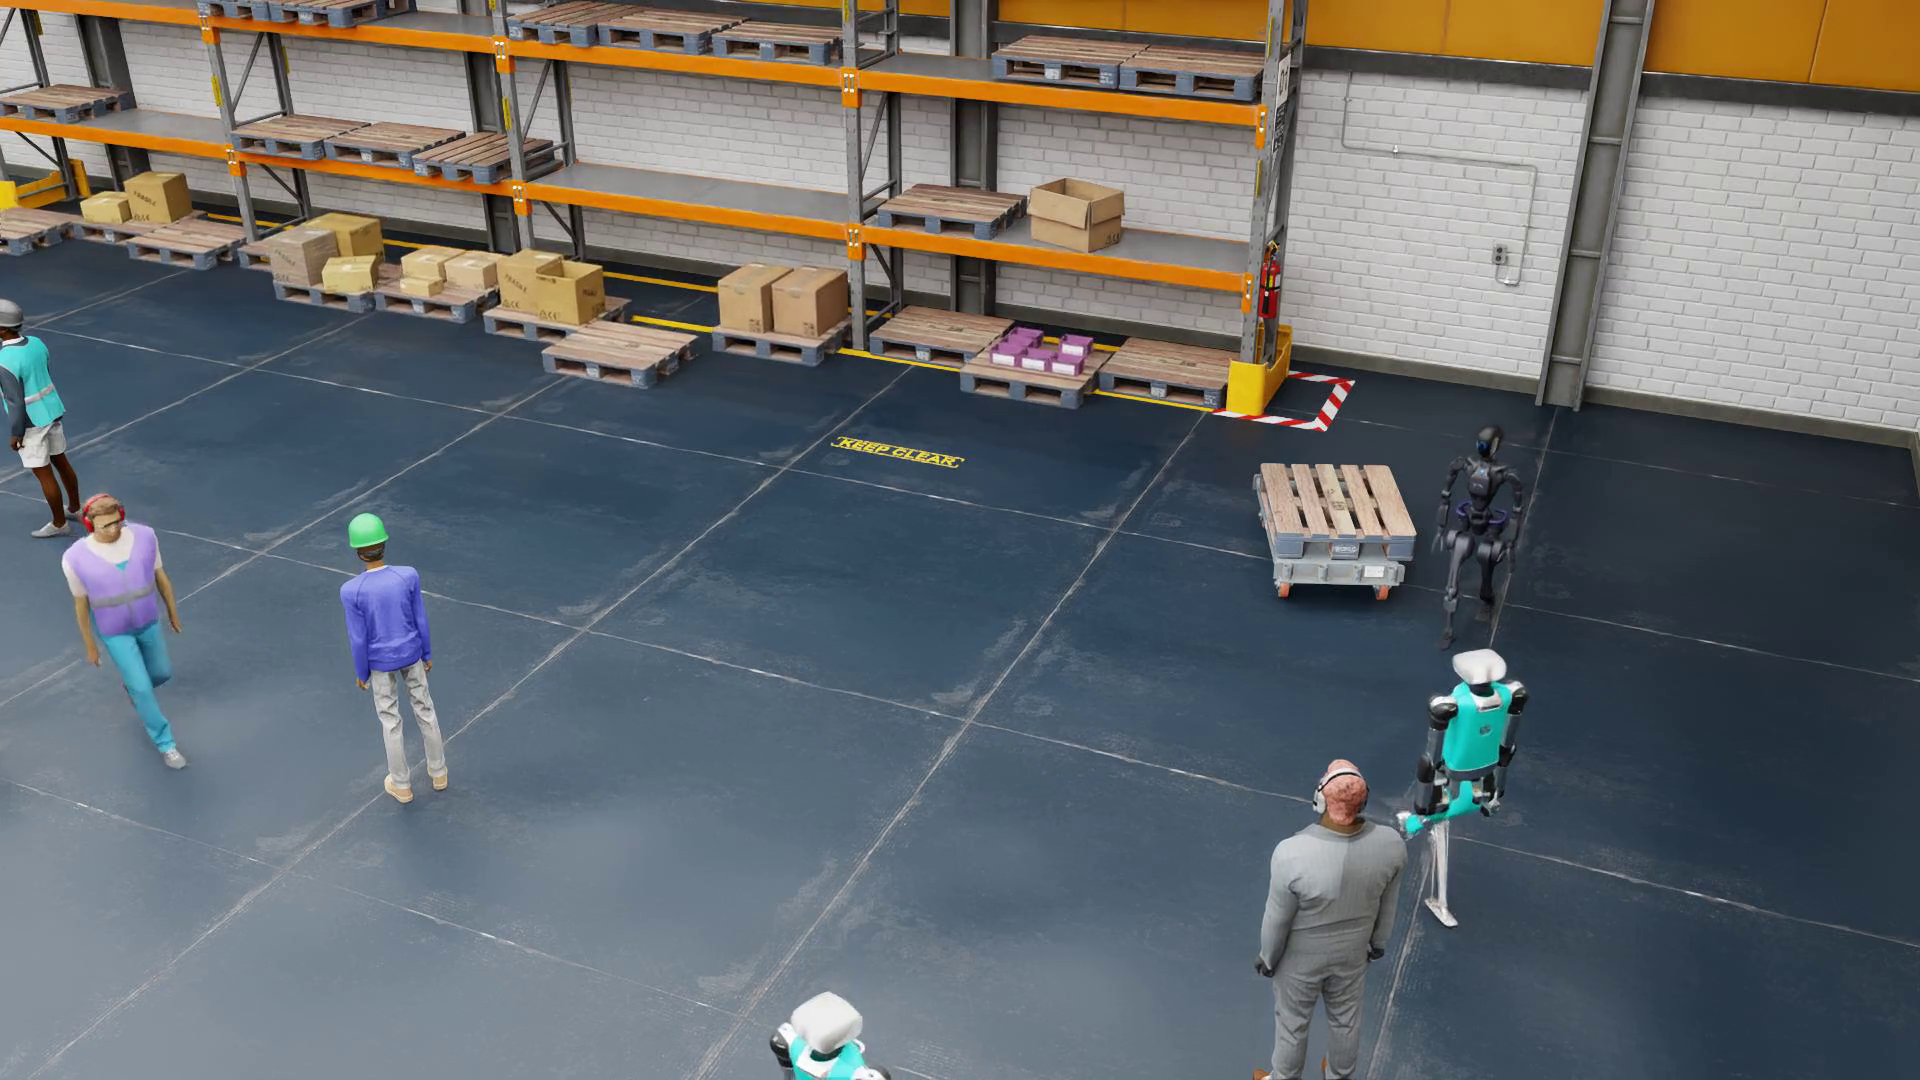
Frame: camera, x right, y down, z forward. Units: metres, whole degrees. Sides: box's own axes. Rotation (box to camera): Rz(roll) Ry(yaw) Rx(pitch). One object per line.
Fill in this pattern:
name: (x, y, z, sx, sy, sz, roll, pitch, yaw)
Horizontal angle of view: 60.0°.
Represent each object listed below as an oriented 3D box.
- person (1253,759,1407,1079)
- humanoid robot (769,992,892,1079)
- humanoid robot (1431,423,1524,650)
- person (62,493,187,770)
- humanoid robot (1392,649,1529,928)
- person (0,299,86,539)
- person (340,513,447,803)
person: (1.653, 1.828, 7.603, 0.651, 1.906, 0.412, -6, 28, -12)
humanoid robot: (-0.272, 2.410, 6.710, 0.555, 1.816, 0.914, 19, 33, 32)
humanoid robot: (3.615, -0.055, 11.553, 0.608, 1.651, 0.731, 17, 32, 30)
person: (-5.141, 0.509, 10.264, 0.772, 1.810, 0.584, 20, 33, 34)
humanoid robot: (2.540, 1.260, 8.947, 0.555, 1.840, 0.883, -7, 28, -13)
person: (-7.187, -0.948, 12.945, 0.418, 1.943, 0.552, 1, 27, 2)
person: (-3.352, 0.701, 9.834, 0.458, 1.867, 0.354, -17, 32, -29)
